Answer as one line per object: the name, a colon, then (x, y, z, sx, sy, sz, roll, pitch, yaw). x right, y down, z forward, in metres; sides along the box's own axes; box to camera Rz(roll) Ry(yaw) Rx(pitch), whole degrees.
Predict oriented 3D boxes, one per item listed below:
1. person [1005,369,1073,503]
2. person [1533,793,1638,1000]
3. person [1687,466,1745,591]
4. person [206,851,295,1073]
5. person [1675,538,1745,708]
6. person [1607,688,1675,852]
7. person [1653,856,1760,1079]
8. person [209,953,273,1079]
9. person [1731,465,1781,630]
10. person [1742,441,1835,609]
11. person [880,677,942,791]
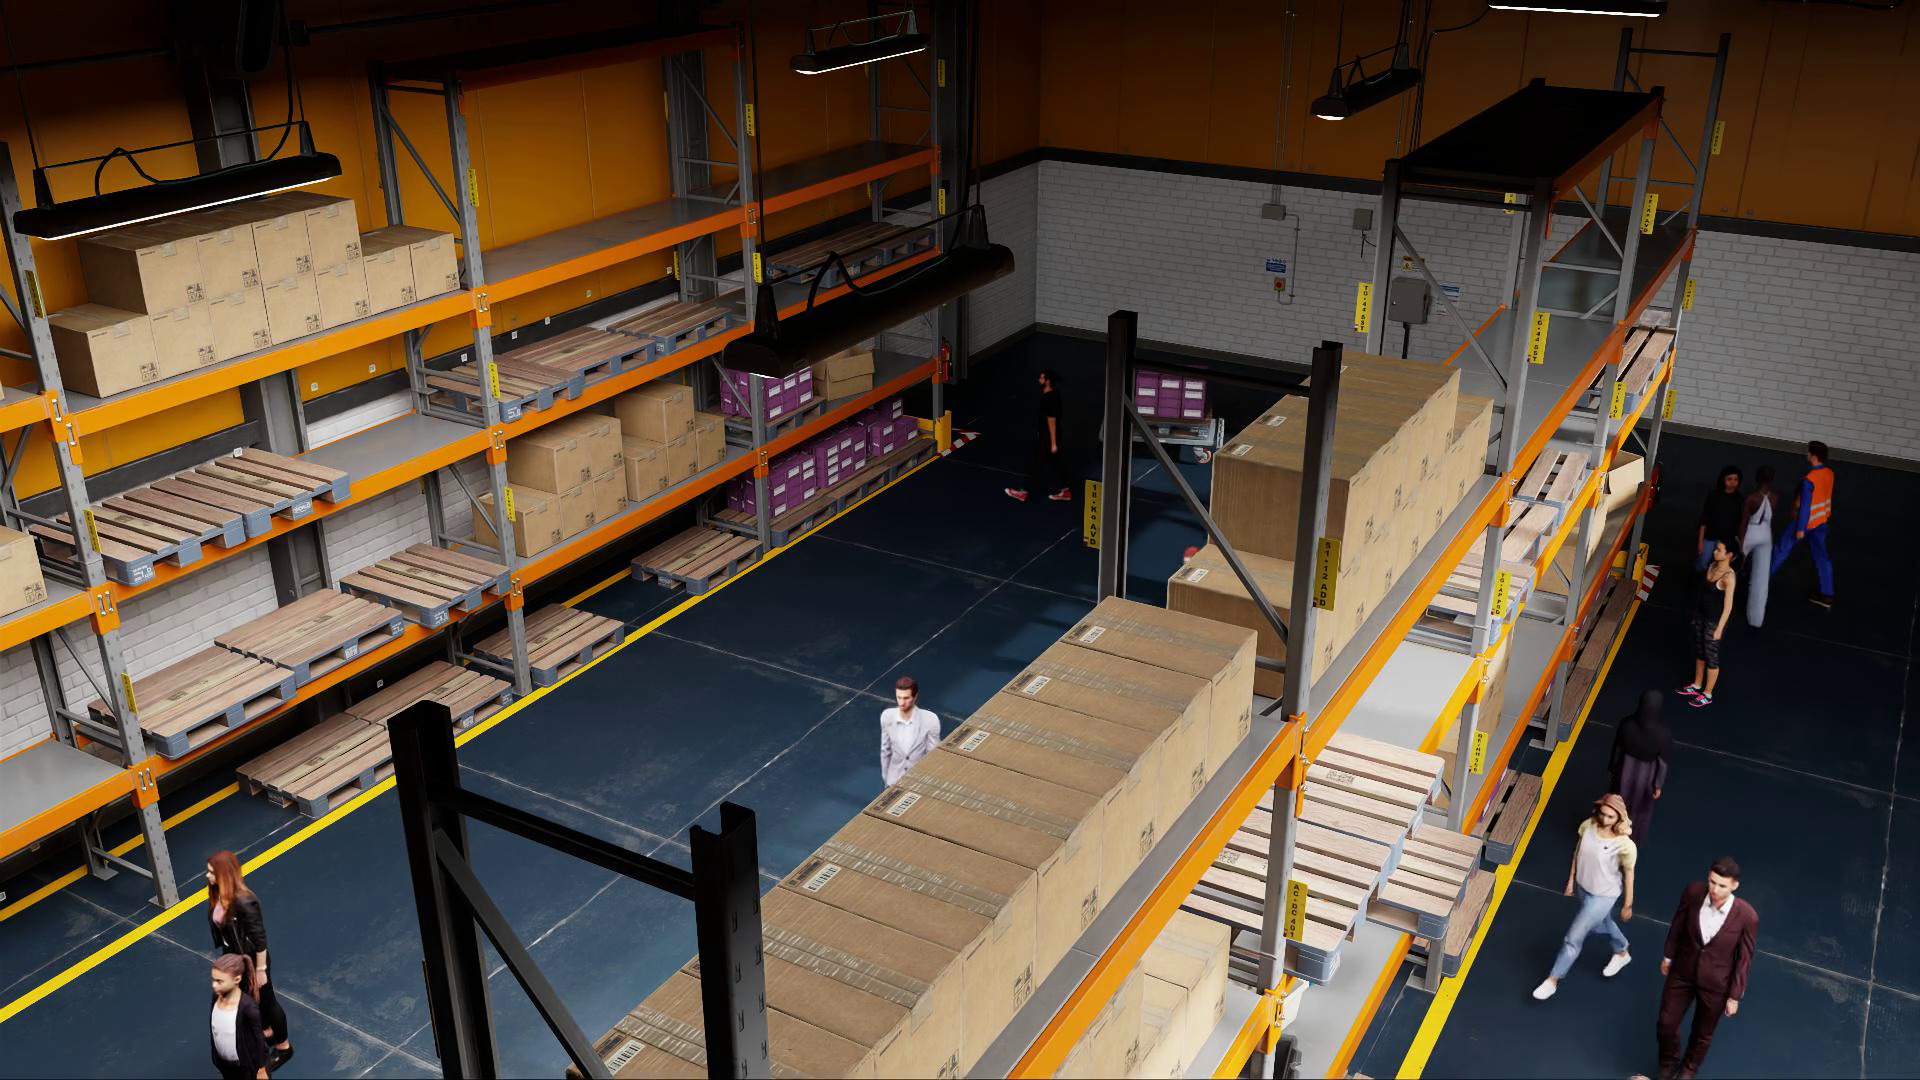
person: (1.193, -1.260, 20.632, 0.964, 1.722, 1.097, 2, 24, 5)
person: (4.666, 2.530, 12.019, 1.240, 1.675, 1.043, -11, 26, -24)
person: (8.098, -0.010, 17.838, 0.798, 1.668, 1.133, 4, 24, 10)
person: (-4.826, 2.830, 11.289, 0.646, 1.710, 0.584, 18, 30, 36)
person: (7.239, 0.773, 15.970, 0.717, 1.730, 0.631, -2, 24, -4)
person: (5.448, 1.939, 13.469, 0.634, 1.596, 1.029, 15, 28, 30)
person: (4.961, 2.855, 11.052, 0.770, 1.854, 0.744, 19, 30, 37)
person: (-4.509, 3.265, 10.487, 0.560, 1.556, 0.573, 10, 25, 21)
person: (8.411, 0.104, 17.494, 1.028, 1.735, 1.165, -4, 24, -8)
person: (9.232, -0.130, 17.945, 1.314, 1.803, 1.165, -14, 27, -29)
person: (-0.351, 1.887, 13.290, 0.844, 1.835, 1.104, 7, 24, 15)
